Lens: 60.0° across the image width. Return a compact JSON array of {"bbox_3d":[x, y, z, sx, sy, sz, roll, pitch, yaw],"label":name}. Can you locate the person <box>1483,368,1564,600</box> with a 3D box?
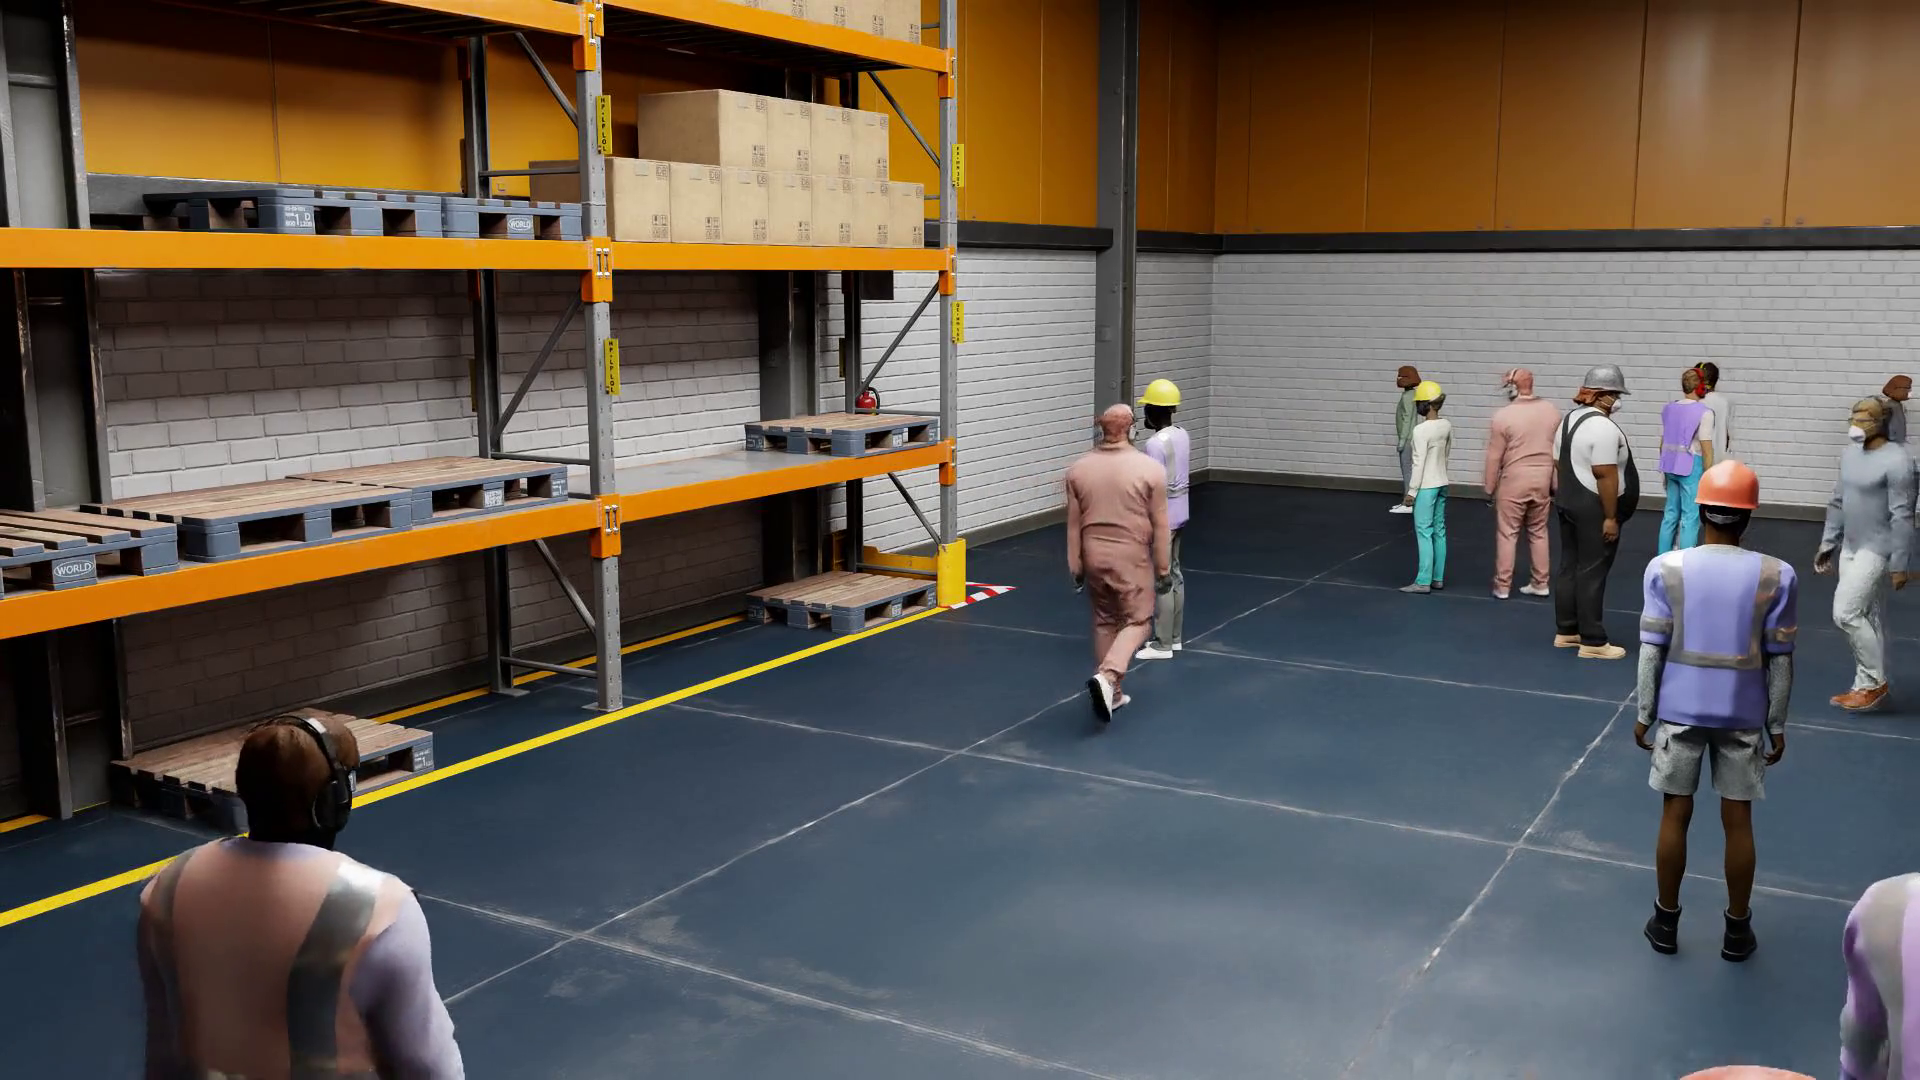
[{"bbox_3d":[4.549,-0.445,13.465,0.655,1.894,0.414,-3,10,-17],"label":"person"}]

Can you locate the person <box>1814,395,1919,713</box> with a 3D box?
[{"bbox_3d":[5.435,0.094,10.007,0.480,1.923,0.646,0,9,3],"label":"person"}]

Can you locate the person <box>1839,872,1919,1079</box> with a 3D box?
[{"bbox_3d":[1.657,1.226,2.692,0.634,1.994,0.624,-5,10,-29],"label":"person"}]

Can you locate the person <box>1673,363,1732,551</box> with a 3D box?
[{"bbox_3d":[6.788,-0.709,15.277,0.577,1.832,0.794,-4,10,-22],"label":"person"}]

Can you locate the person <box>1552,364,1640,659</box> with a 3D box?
[{"bbox_3d":[4.428,-0.214,11.556,0.537,2.000,0.674,-1,9,-5],"label":"person"}]

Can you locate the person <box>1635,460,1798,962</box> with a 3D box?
[{"bbox_3d":[2.911,0.656,6.450,0.549,1.936,0.376,4,10,22],"label":"person"}]

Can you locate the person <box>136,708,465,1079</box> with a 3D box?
[{"bbox_3d":[-1.312,1.229,3.342,0.648,1.796,0.972,3,10,20],"label":"person"}]

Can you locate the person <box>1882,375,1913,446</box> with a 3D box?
[{"bbox_3d":[9.379,-0.844,16.755,0.268,1.631,0.507,6,11,32],"label":"person"}]

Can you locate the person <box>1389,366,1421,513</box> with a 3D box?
[{"bbox_3d":[4.941,-1.112,18.432,0.284,1.633,0.497,4,10,22],"label":"person"}]

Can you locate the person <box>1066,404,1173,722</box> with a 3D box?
[{"bbox_3d":[0.902,0.143,9.817,0.655,1.883,0.682,6,11,33],"label":"person"}]

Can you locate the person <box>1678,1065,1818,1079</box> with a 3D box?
[{"bbox_3d":[0.544,1.404,1.760,0.664,1.944,0.767,-4,10,-25],"label":"person"}]

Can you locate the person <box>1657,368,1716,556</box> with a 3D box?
[{"bbox_3d":[6.220,-0.537,14.240,0.415,1.855,0.586,-3,10,-18],"label":"person"}]

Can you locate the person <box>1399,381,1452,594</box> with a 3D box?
[{"bbox_3d":[3.866,-0.432,13.778,0.311,1.768,0.524,9,12,43],"label":"person"}]

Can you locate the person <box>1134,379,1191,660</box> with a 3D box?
[{"bbox_3d":[1.380,-0.137,11.421,0.364,1.930,0.588,4,10,25],"label":"person"}]
